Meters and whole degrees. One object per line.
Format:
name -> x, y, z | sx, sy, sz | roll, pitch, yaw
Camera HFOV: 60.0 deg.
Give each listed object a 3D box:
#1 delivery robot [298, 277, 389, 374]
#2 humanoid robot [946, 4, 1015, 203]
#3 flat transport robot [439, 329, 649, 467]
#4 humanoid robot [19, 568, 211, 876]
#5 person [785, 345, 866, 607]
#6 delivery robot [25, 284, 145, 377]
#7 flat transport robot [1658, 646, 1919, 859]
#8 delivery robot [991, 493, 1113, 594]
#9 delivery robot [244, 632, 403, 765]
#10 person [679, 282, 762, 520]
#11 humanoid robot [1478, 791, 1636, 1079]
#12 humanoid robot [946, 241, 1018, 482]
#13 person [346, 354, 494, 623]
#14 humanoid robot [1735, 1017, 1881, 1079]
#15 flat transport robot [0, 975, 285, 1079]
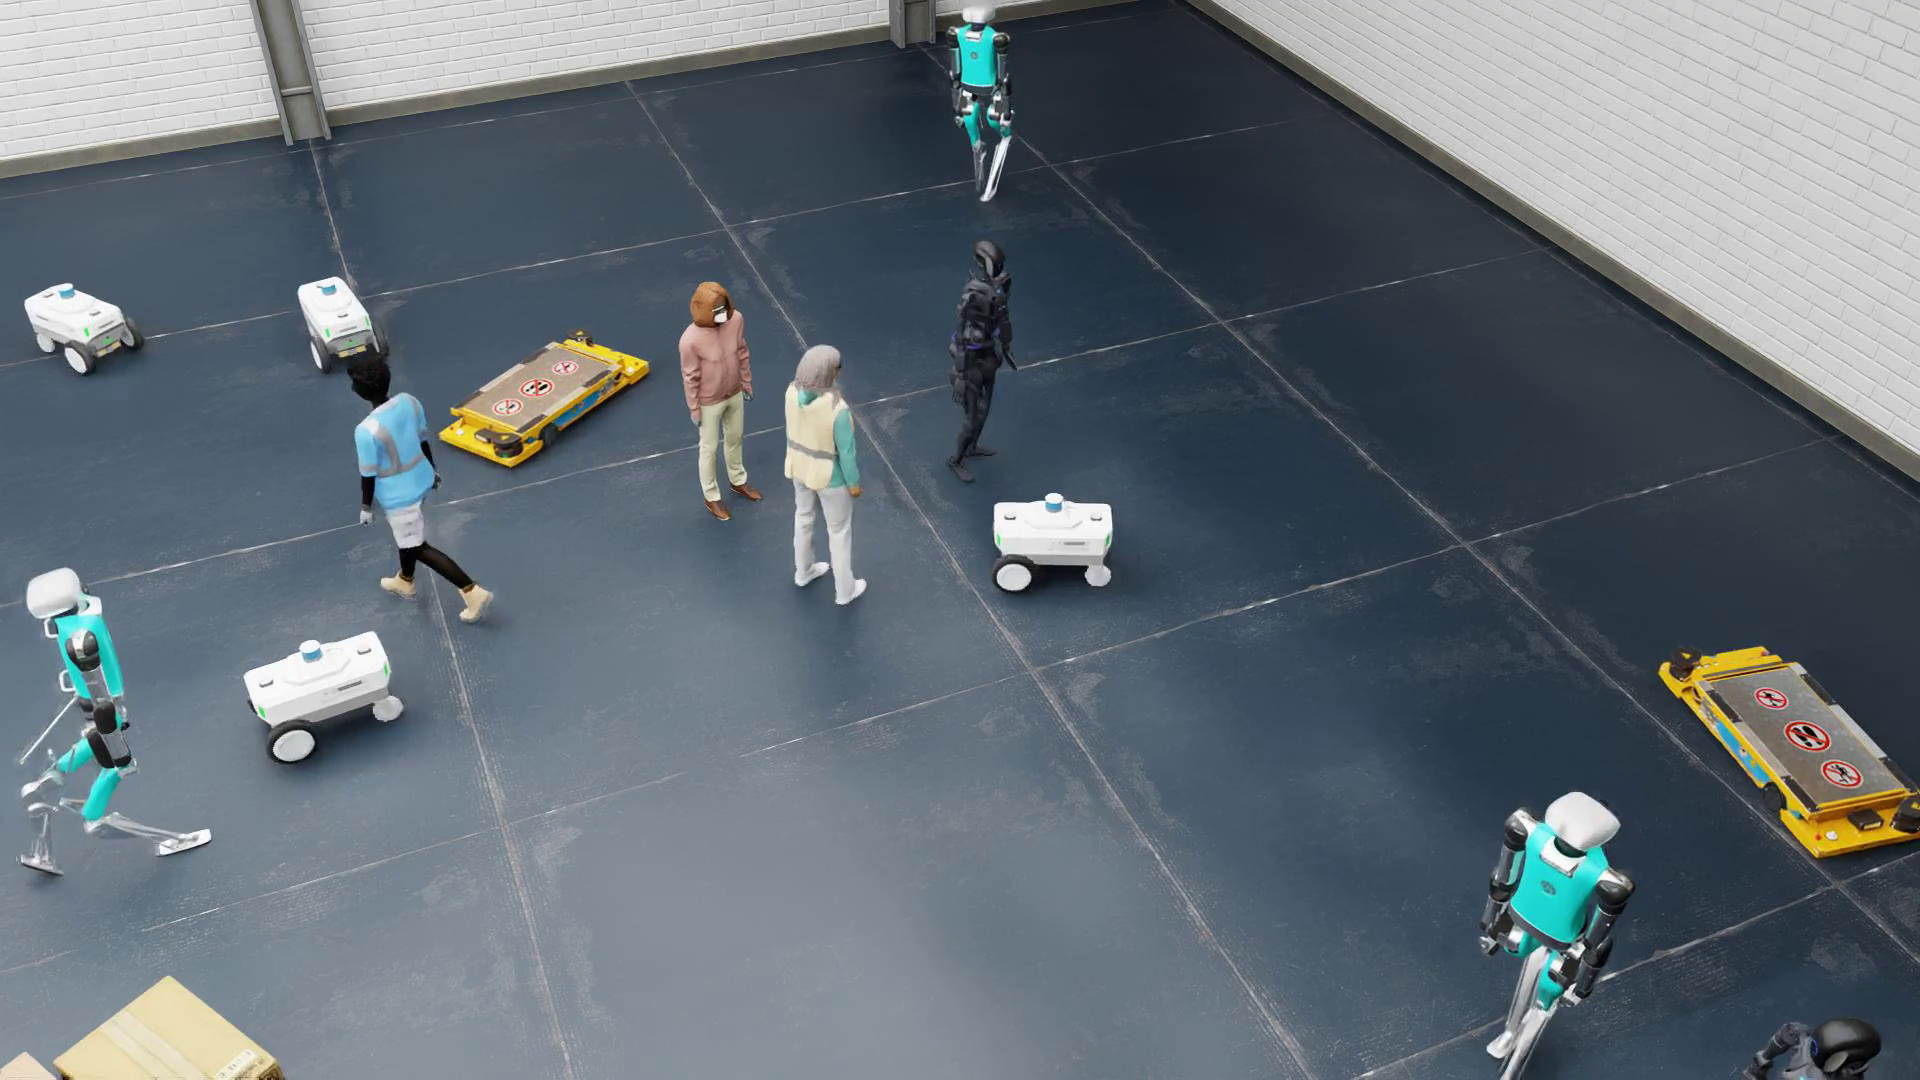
delivery robot -> -4.536, -1.593, 12.128 | 0.499, 0.614, 0.812 | -22, 43, -26
humanoid robot -> 0.238, -3.573, 13.815 | 0.538, 1.900, 0.731 | 13, 39, 17
flat transport robot -> -2.881, -1.007, 11.584 | 0.659, 0.231, 1.431 | 20, 42, 24
humanoid robot -> -4.279, 0.971, 7.818 | 0.954, 1.783, 0.540 | -18, 41, -22
person -> -0.804, -0.361, 9.568 | 0.474, 1.705, 0.389 | 25, 44, 29
delivery robot -> -6.406, -1.582, 12.083 | 0.768, 0.576, 0.499 | 19, 42, 23
flat transport robot -> 4.433, 1.071, 8.879 | 0.659, 0.231, 1.431 | -8, 38, -11
delivery robot -> 0.534, -0.007, 10.062 | 0.805, 0.612, 0.499 | 1, 38, 1
delivery robot -> -3.450, 0.797, 8.996 | 0.777, 0.587, 0.499 | -20, 42, -24
person -> -1.481, -0.881, 10.305 | 0.280, 1.626, 0.492 | 29, 46, 33
humanoid robot -> 2.508, 1.643, 6.947 | 0.772, 1.802, 0.544 | -30, 46, -33
humanoid robot -> 0.116, -1.166, 10.646 | 0.363, 1.650, 0.587 | 24, 43, 28
person -> -3.106, -0.276, 9.485 | 0.792, 1.658, 0.582 | 9, 38, 12
humanoid robot -> 3.061, 2.268, 6.161 | 0.407, 1.643, 0.589 | -6, 38, -8
flat transport robot -> -3.180, 2.787, 6.645 | 1.431, 0.231, 0.659 | 23, 43, 27
